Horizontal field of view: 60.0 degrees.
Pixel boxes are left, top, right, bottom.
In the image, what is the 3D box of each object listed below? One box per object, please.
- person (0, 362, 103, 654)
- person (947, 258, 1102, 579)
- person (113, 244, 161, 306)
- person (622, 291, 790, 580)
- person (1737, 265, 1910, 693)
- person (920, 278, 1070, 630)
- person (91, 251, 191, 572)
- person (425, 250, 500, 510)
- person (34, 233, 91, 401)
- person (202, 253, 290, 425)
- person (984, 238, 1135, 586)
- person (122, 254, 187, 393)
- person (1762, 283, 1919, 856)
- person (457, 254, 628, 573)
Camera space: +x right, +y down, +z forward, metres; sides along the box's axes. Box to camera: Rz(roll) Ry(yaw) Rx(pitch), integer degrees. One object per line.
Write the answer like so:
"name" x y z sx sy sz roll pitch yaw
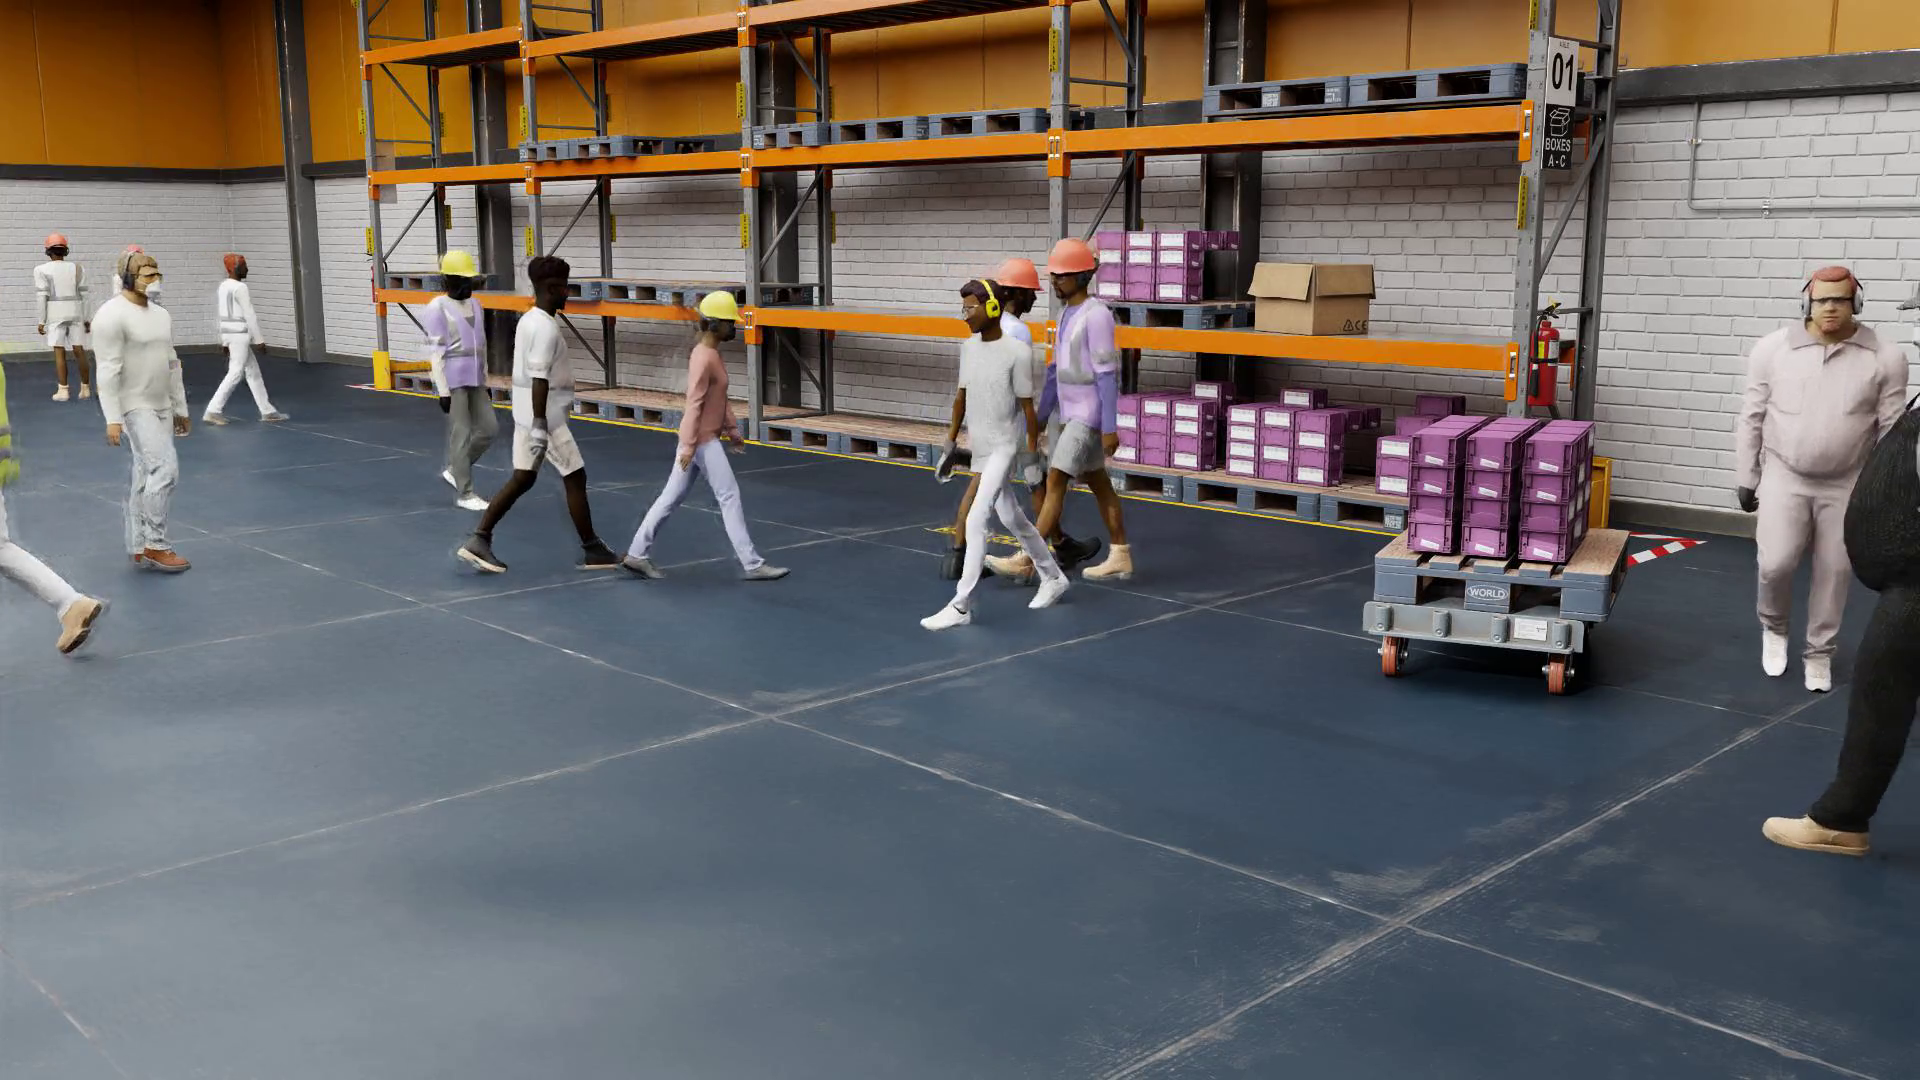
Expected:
"person" -4.558 -0.284 7.720 0.838 1.820 0.628 -2 11 -11
"person" 0.350 -0.715 9.866 1.012 1.877 0.545 -5 12 -27
"person" -10.088 -2.674 20.476 0.548 1.918 0.674 -9 14 -40
"person" -1.538 -0.593 9.704 0.967 1.706 0.513 -2 11 -9
"person" 3.794 -0.259 7.356 0.671 1.889 0.414 4 11 23
"person" 0.225 -0.469 8.766 1.030 1.815 0.490 -8 13 -35
"person" -4.802 -0.757 9.979 0.592 1.923 0.655 1 10 4
"person" -3.664 -1.169 12.257 0.434 1.913 0.623 4 11 22
"person" -11.012 -2.728 20.413 0.391 2.040 0.615 9 13 39
"person" -7.765 -2.158 17.891 0.921 1.849 0.583 -8 13 -38
"person" 0.591 -0.717 9.565 1.010 1.988 0.643 -2 11 -12
"person" -9.941 -2.582 20.308 0.732 1.804 0.606 -6 12 -30
"person" 3.221 0.052 5.263 0.981 2.000 0.685 5 12 27
"person" -2.550 -0.747 9.969 1.005 1.920 0.617 -5 11 -24
